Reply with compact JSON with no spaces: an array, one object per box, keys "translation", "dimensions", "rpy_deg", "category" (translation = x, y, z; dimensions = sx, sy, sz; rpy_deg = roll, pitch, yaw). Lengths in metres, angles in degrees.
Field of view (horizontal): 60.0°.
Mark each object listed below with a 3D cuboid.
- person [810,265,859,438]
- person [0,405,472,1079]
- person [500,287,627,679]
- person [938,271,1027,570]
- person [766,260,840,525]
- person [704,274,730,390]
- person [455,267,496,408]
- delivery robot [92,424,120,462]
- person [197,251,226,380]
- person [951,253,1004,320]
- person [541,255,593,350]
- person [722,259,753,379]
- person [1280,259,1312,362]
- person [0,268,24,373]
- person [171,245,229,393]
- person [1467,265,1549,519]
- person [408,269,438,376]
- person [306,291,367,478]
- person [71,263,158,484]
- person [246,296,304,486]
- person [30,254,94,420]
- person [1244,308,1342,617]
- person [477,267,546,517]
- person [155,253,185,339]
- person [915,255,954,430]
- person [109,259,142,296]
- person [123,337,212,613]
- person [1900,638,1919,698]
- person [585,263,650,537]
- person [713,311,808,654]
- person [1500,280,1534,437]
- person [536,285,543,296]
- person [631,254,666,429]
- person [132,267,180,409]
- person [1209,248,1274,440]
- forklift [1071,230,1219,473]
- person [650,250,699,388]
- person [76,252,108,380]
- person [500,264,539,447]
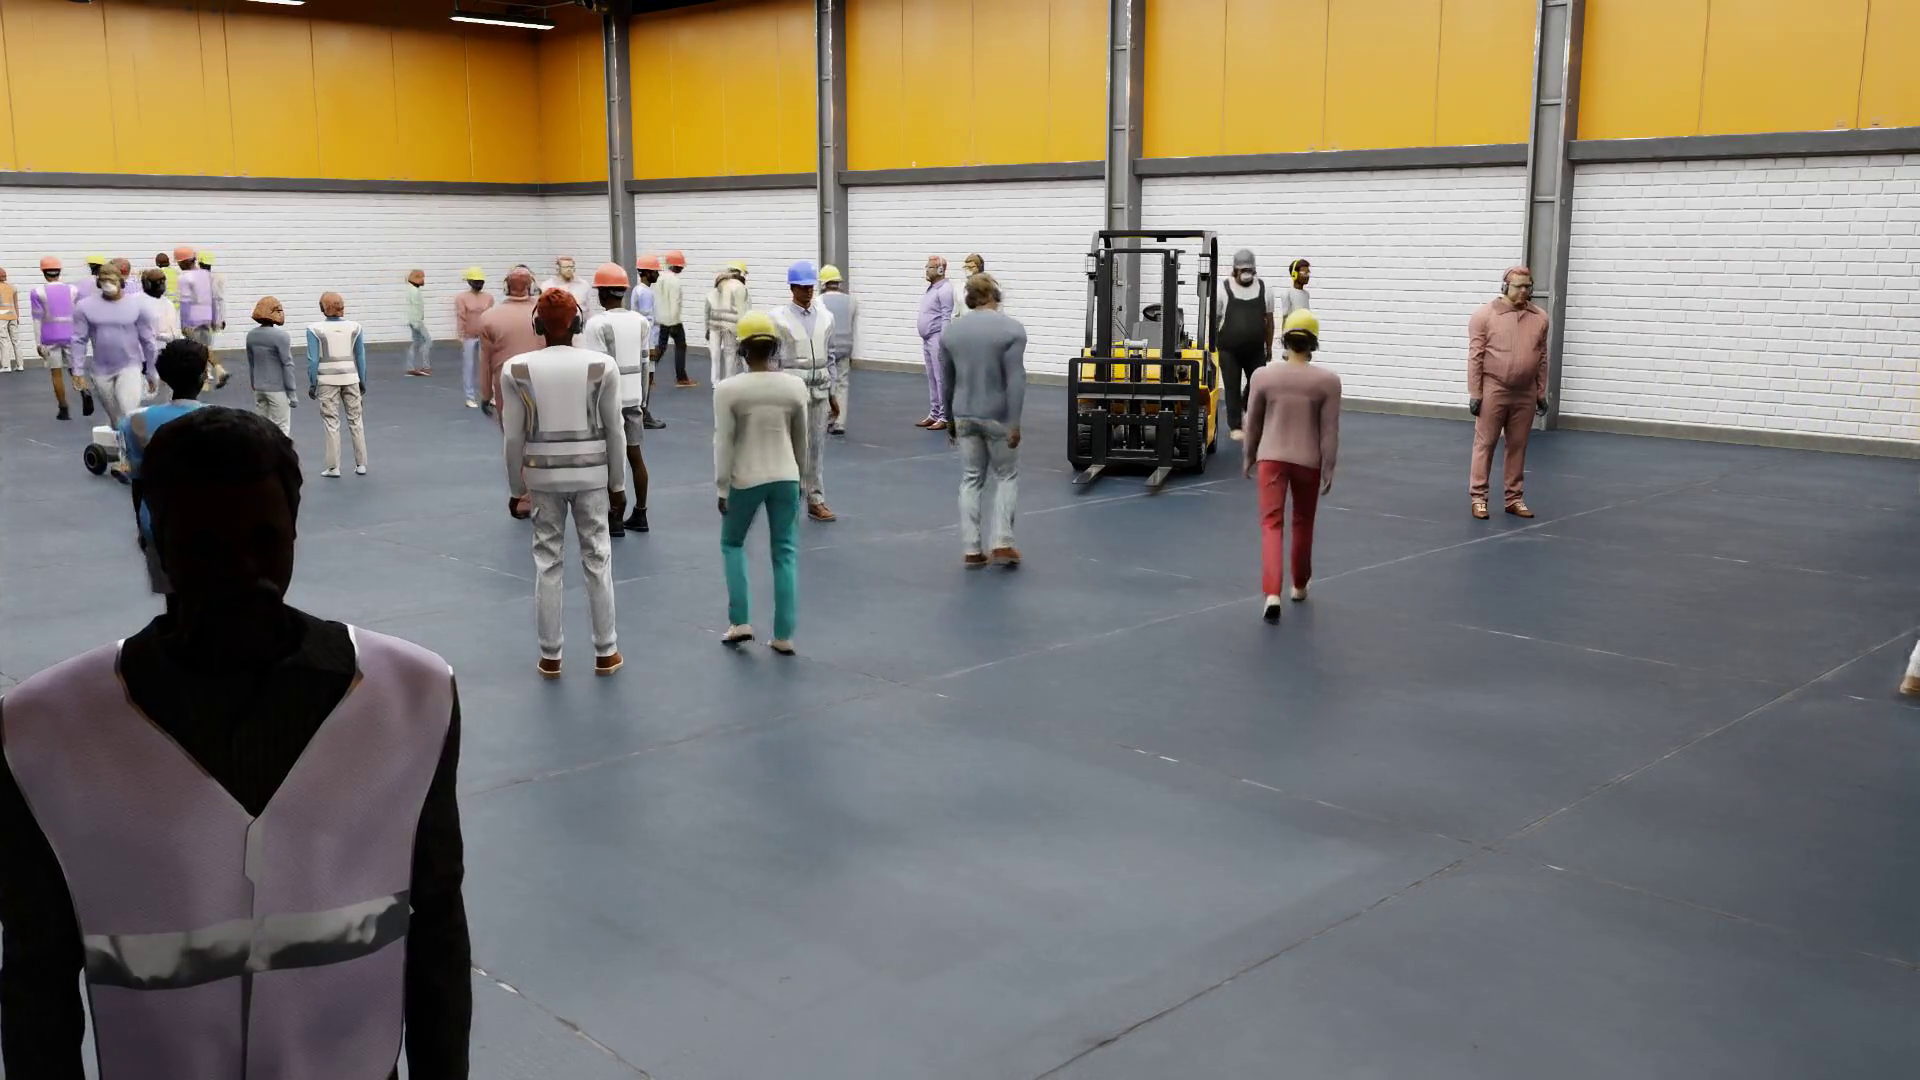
[{"translation":[-1.356,-1.983,17.565],"dimensions":[0.591,1.822,0.430],"rpy_deg":[-5,11,-24],"category":"person"},{"translation":[-0.947,0.772,2.264],"dimensions":[0.593,1.921,0.392],"rpy_deg":[-6,12,-31],"category":"person"},{"translation":[-1.894,-0.268,8.022],"dimensions":[0.573,1.887,0.354],"rpy_deg":[-2,11,-10],"category":"person"},{"translation":[0.134,-0.764,10.700],"dimensions":[0.652,1.896,0.524],"rpy_deg":[5,11,25],"category":"person"},{"translation":[-1.167,-1.086,12.316],"dimensions":[0.617,1.946,0.400],"rpy_deg":[-8,13,-36],"category":"person"},{"translation":[-3.260,-2.835,22.802],"dimensions":[0.538,1.595,0.844],"rpy_deg":[0,10,-1],"category":"person"},{"translation":[-5.926,-2.476,20.473],"dimensions":[0.546,1.744,0.701],"rpy_deg":[-8,13,-38],"category":"person"},{"translation":[-7.411,-0.904,14.875],"dimensions":[0.707,0.478,0.477],"rpy_deg":[6,12,29],"category":"delivery robot"},{"translation":[-11.127,-3.304,24.529],"dimensions":[0.616,1.900,0.443],"rpy_deg":[-10,14,-43],"category":"person"},{"translation":[0.176,-2.106,17.907],"dimensions":[0.635,1.937,0.352],"rpy_deg":[7,12,33],"category":"person"},{"translation":[-4.733,-2.506,20.217],"dimensions":[0.682,1.881,0.726],"rpy_deg":[-6,12,-30],"category":"person"},{"translation":[-2.936,-2.904,22.629],"dimensions":[0.594,1.795,0.621],"rpy_deg":[-7,12,-32],"category":"person"},{"translation":[3.687,-2.125,18.186],"dimensions":[0.328,1.876,0.513],"rpy_deg":[9,13,39],"category":"person"},{"translation":[-14.897,-3.427,25.933],"dimensions":[0.312,1.636,0.520],"rpy_deg":[4,11,20],"category":"person"},{"translation":[-10.242,-2.959,22.375],"dimensions":[0.494,2.003,0.642],"rpy_deg":[3,11,17],"category":"person"},{"translation":[4.145,-1.108,12.558],"dimensions":[0.638,1.908,0.409],"rpy_deg":[-2,11,-9],"category":"person"},{"translation":[-8.154,-3.287,25.212],"dimensions":[0.573,1.611,0.523],"rpy_deg":[-3,11,-17],"category":"person"},{"translation":[-5.502,-1.370,14.710],"dimensions":[0.522,1.638,0.310],"rpy_deg":[-9,14,-41],"category":"person"},{"translation":[-7.322,-1.438,14.397],"dimensions":[0.647,1.886,0.991],"rpy_deg":[-2,11,-9],"category":"person"},{"translation":[-5.813,-1.244,14.069],"dimensions":[0.492,1.625,0.280],"rpy_deg":[6,12,29],"category":"person"},{"translation":[-10.316,-2.311,19.109],"dimensions":[0.548,1.916,0.612],"rpy_deg":[-10,14,-44],"category":"person"},{"translation":[1.865,-0.439,9.399],"dimensions":[0.532,1.730,0.881],"rpy_deg":[2,11,12],"category":"person"},{"translation":[-3.318,-1.118,12.645],"dimensions":[0.659,1.889,0.445],"rpy_deg":[-3,11,-18],"category":"person"},{"translation":[-13.125,-3.822,27.542],"dimensions":[0.430,1.840,0.622],"rpy_deg":[6,12,28],"category":"person"},{"translation":[-0.274,-2.174,18.353],"dimensions":[0.409,1.912,0.647],"rpy_deg":[-4,11,-19],"category":"person"},{"translation":[-10.481,-2.623,21.019],"dimensions":[0.432,1.837,0.642],"rpy_deg":[-1,10,-3],"category":"person"},{"translation":[-3.398,-0.049,7.379],"dimensions":[0.547,1.686,0.356],"rpy_deg":[-2,11,-10],"category":"person"},{"translation":[4.817,-0.124,7.482],"dimensions":[0.971,1.791,0.653],"rpy_deg":[4,11,19],"category":"person"},{"translation":[-2.451,-0.992,11.833],"dimensions":[0.356,1.937,0.552],"rpy_deg":[8,13,35],"category":"person"},{"translation":[-1.025,-0.291,8.545],"dimensions":[0.541,1.751,0.566],"rpy_deg":[-5,11,-24],"category":"person"},{"translation":[5.892,-1.931,17.631],"dimensions":[0.319,1.691,0.535],"rpy_deg":[4,11,19],"category":"person"},{"translation":[-4.753,-2.061,18.634],"dimensions":[0.518,1.583,0.866],"rpy_deg":[-9,14,-41],"category":"person"},{"translation":[-3.444,-2.188,18.400],"dimensions":[0.385,1.930,0.540],"rpy_deg":[-3,11,-16],"category":"person"},{"translation":[-8.275,-1.883,17.041],"dimensions":[0.845,1.816,0.627],"rpy_deg":[3,11,17],"category":"person"},{"translation":[2.940,-2.078,17.475],"dimensions":[0.705,2.000,0.753],"rpy_deg":[-1,10,-5],"category":"person"},{"translation":[1.804,-1.825,15.677],"dimensions":[1.214,2.155,2.313],"rpy_deg":[2,11,13],"category":"forklift"},{"translation":[-4.087,-3.067,23.196],"dimensions":[0.872,1.935,0.660],"rpy_deg":[-10,14,-42],"category":"person"},{"translation":[-11.588,-2.907,22.376],"dimensions":[0.586,1.904,0.505],"rpy_deg":[2,11,12],"category":"person"},{"translation":[-4.149,-1.714,15.986],"dimensions":[0.564,1.856,0.420],"rpy_deg":[-7,13,-34],"category":"person"}]
